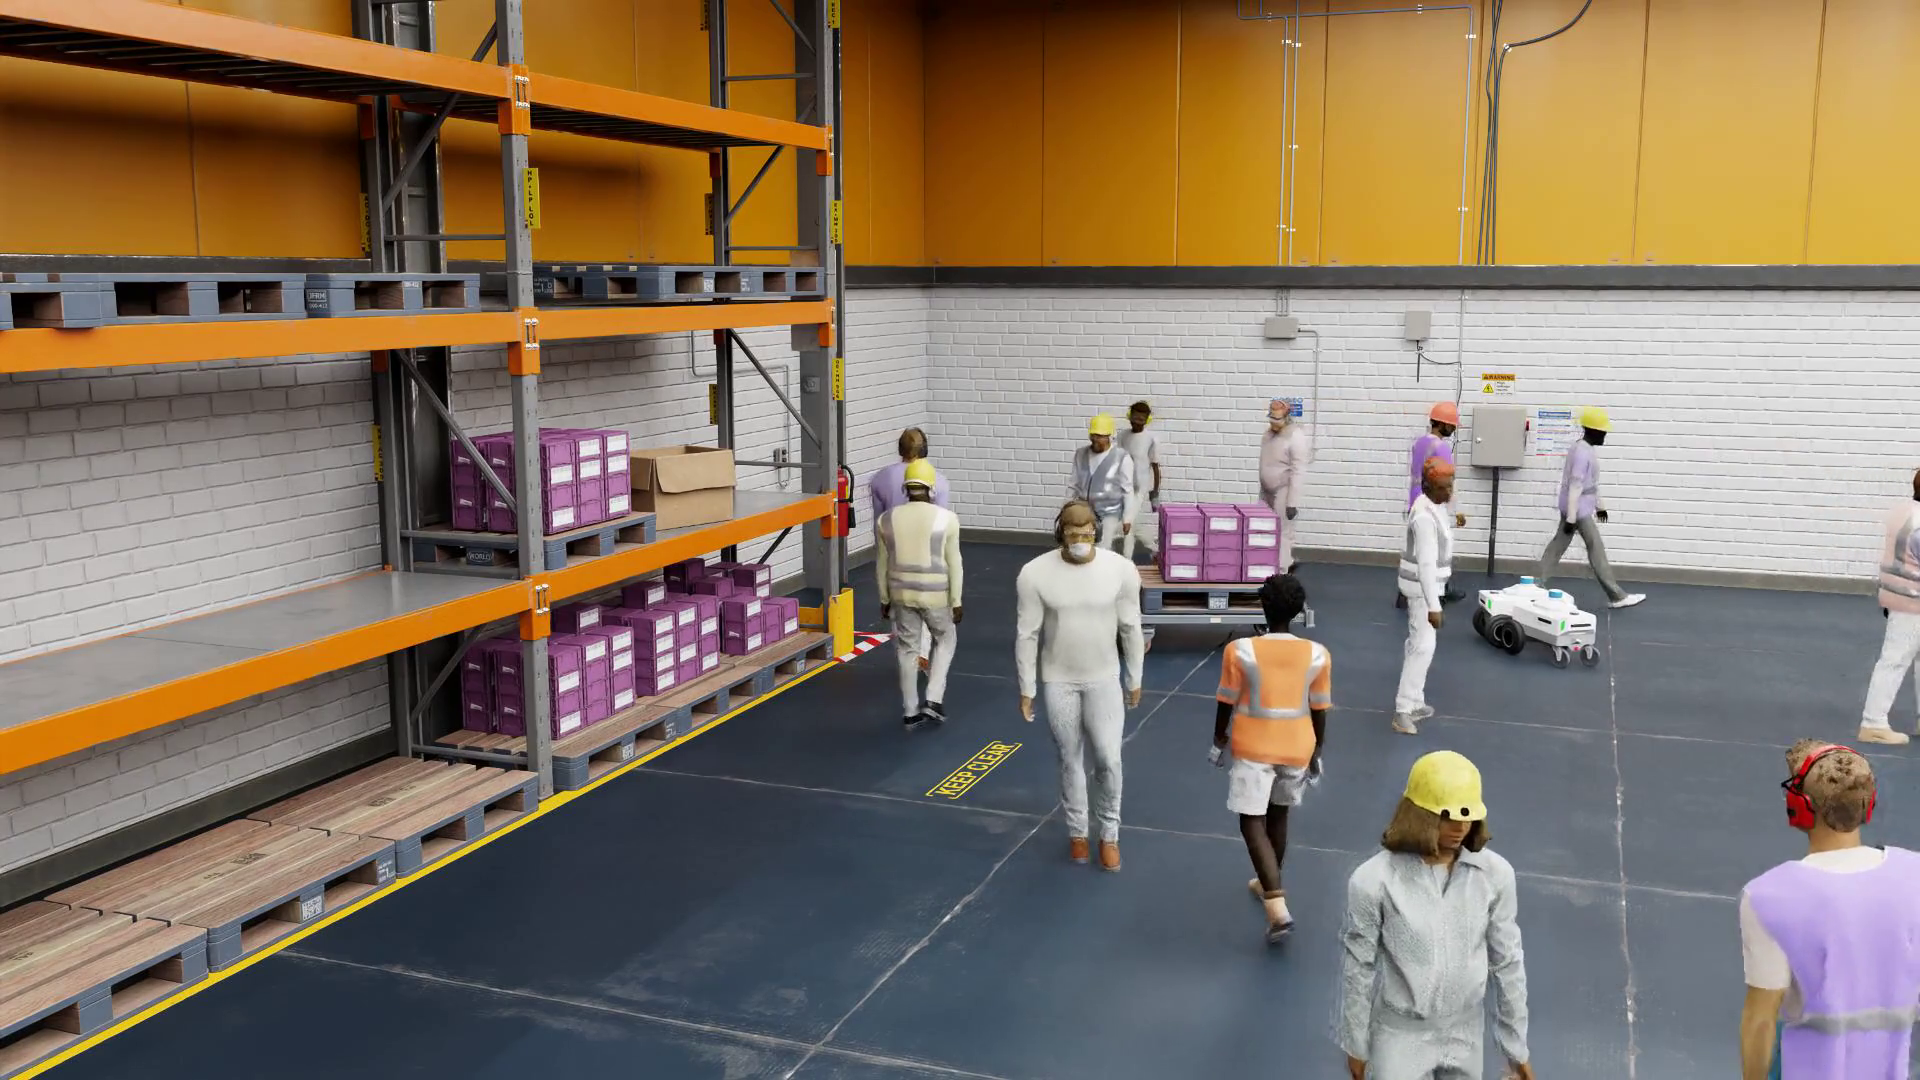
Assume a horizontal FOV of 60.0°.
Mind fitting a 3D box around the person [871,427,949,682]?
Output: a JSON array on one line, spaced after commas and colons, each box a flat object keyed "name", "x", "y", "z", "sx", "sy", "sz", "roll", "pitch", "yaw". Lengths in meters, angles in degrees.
[{"name": "person", "x": -0.353, "y": 0.118, "z": 12.361, "sx": 0.628, "sy": 1.926, "sz": 0.427, "roll": 3, "pitch": 10, "yaw": 19}]

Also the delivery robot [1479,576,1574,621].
[{"name": "delivery robot", "x": 4.657, "y": 0.540, "z": 13.684, "sx": 0.707, "sy": 0.478, "sz": 0.477, "roll": 1, "pitch": 9, "yaw": 4}]

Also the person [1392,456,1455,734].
[{"name": "person", "x": 3.111, "y": 0.348, "z": 11.132, "sx": 0.347, "sy": 1.858, "sz": 0.692, "roll": 3, "pitch": 10, "yaw": 18}]

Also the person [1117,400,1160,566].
[{"name": "person", "x": 1.785, "y": -0.492, "z": 16.490, "sx": 0.823, "sy": 1.826, "sz": 0.576, "roll": -8, "pitch": 12, "yaw": -41}]

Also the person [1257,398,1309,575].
[{"name": "person", "x": 3.054, "y": -0.424, "z": 15.889, "sx": 0.452, "sy": 1.875, "sz": 0.729, "roll": -3, "pitch": 10, "yaw": -21}]

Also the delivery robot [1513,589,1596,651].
[{"name": "delivery robot", "x": 4.679, "y": 0.633, "z": 13.098, "sx": 0.477, "sy": 0.478, "sz": 0.707, "roll": -2, "pitch": 9, "yaw": -14}]

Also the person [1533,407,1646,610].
[{"name": "person", "x": 5.664, "y": -0.280, "z": 15.028, "sx": 1.031, "sy": 1.856, "sz": 0.621, "roll": 2, "pitch": 9, "yaw": 14}]

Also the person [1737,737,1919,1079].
[{"name": "person", "x": 2.311, "y": 1.438, "z": 4.380, "sx": 0.576, "sy": 1.825, "sz": 0.789, "roll": -1, "pitch": 9, "yaw": -8}]

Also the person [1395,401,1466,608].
[{"name": "person", "x": 4.370, "y": -0.311, "z": 15.146, "sx": 0.870, "sy": 1.886, "sz": 0.555, "roll": -1, "pitch": 9, "yaw": -6}]

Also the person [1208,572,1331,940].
[{"name": "person", "x": 1.460, "y": 0.985, "z": 7.706, "sx": 0.537, "sy": 1.666, "sz": 0.802, "roll": -2, "pitch": 9, "yaw": -10}]

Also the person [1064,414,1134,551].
[{"name": "person", "x": 1.188, "y": -0.223, "z": 14.851, "sx": 0.604, "sy": 1.795, "sz": 0.801, "roll": 7, "pitch": 12, "yaw": 39}]

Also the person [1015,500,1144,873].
[{"name": "person", "x": 0.605, "y": 0.741, "z": 8.446, "sx": 0.651, "sy": 1.914, "sz": 0.595, "roll": 1, "pitch": 9, "yaw": 5}]

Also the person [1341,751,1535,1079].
[{"name": "person", "x": 1.350, "y": 1.435, "z": 4.709, "sx": 0.497, "sy": 1.726, "sz": 0.552, "roll": -2, "pitch": 9, "yaw": -14}]

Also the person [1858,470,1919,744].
[{"name": "person", "x": 6.239, "y": 0.434, "z": 10.687, "sx": 0.804, "sy": 1.814, "sz": 0.628, "roll": 3, "pitch": 10, "yaw": 18}]

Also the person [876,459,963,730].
[{"name": "person", "x": -0.263, "y": 0.365, "z": 11.114, "sx": 0.617, "sy": 1.814, "sz": 0.430, "roll": 3, "pitch": 9, "yaw": 16}]
